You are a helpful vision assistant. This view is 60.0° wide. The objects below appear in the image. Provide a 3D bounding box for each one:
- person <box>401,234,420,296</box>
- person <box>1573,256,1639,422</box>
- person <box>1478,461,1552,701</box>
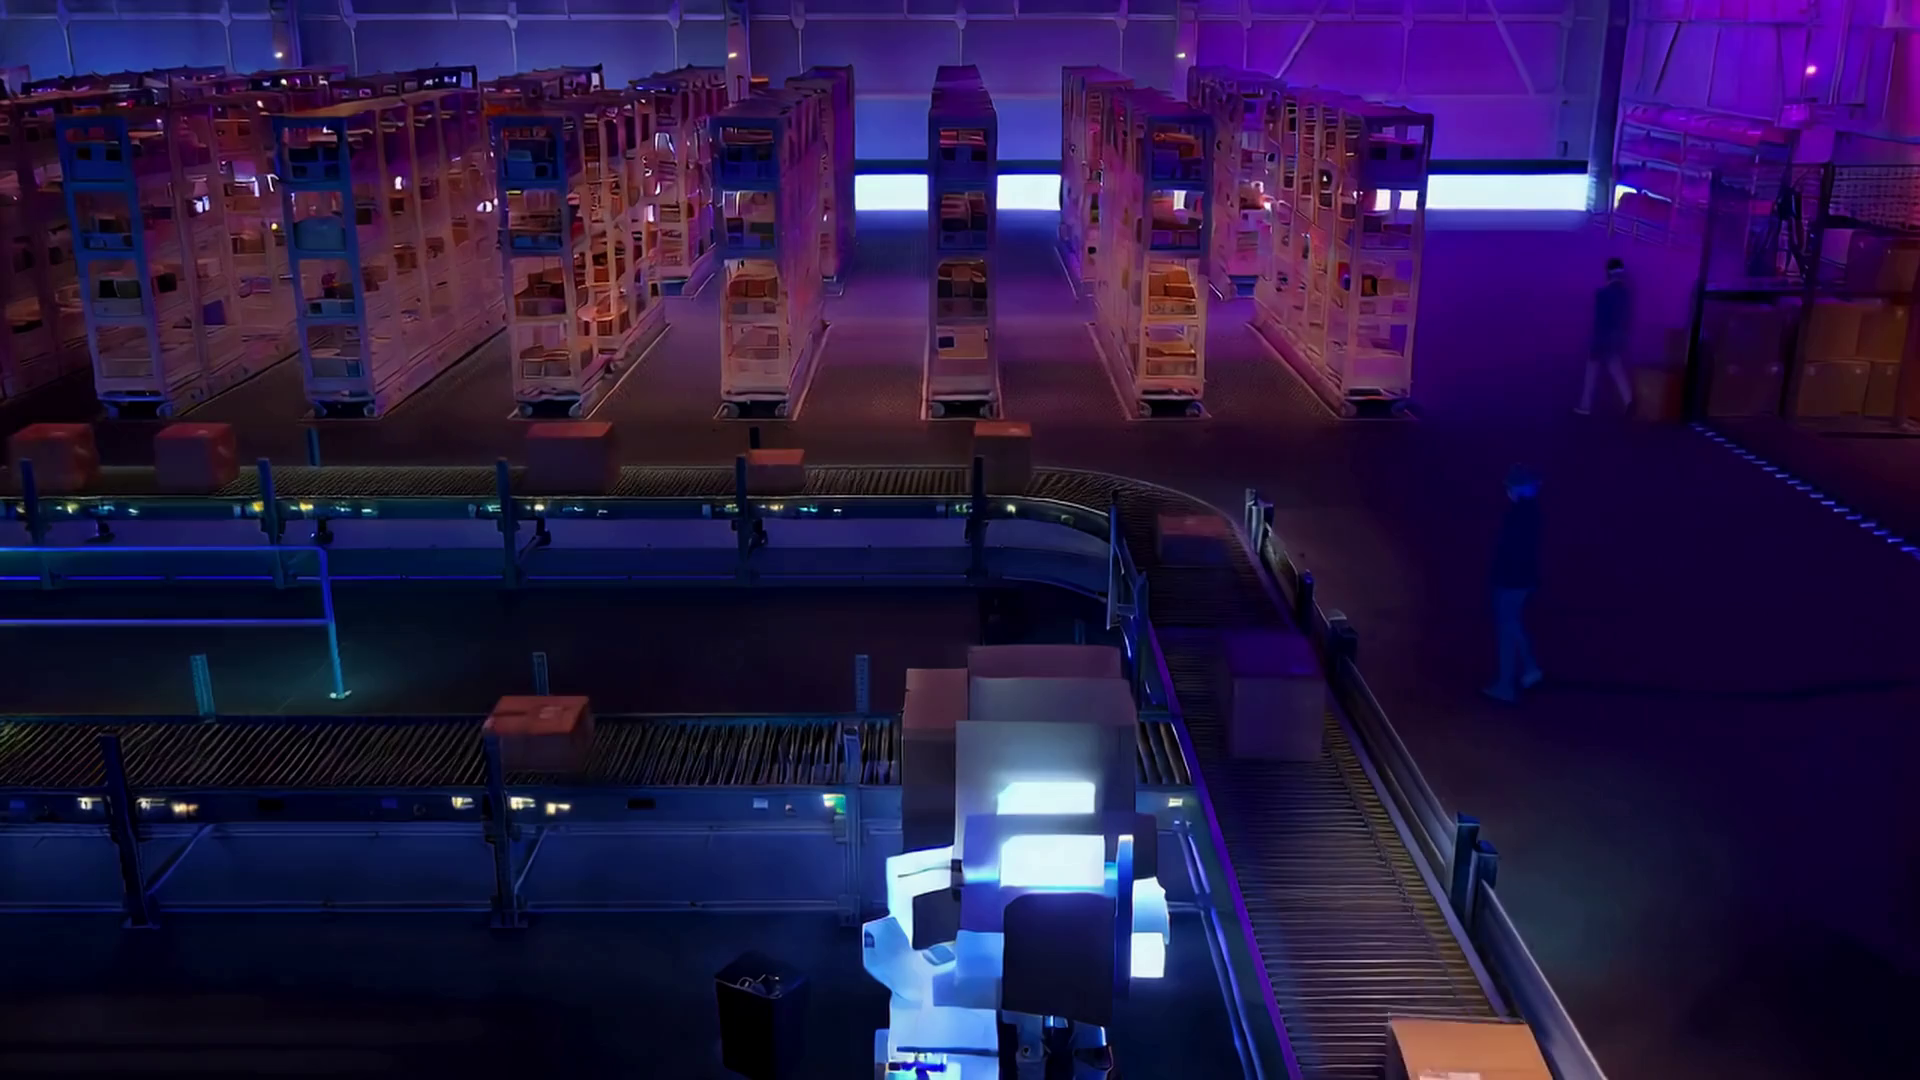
[{"bbox_3d":[-9.137,-4.762,27.390,0.935,1.809,0.586,3,18,9],"label":"person"},{"bbox_3d":[7.781,-2.376,19.785,0.630,1.960,0.840,-5,19,-16],"label":"person"},{"bbox_3d":[3.950,0.298,11.893,0.529,1.755,0.362,-12,22,-33],"label":"person"}]
